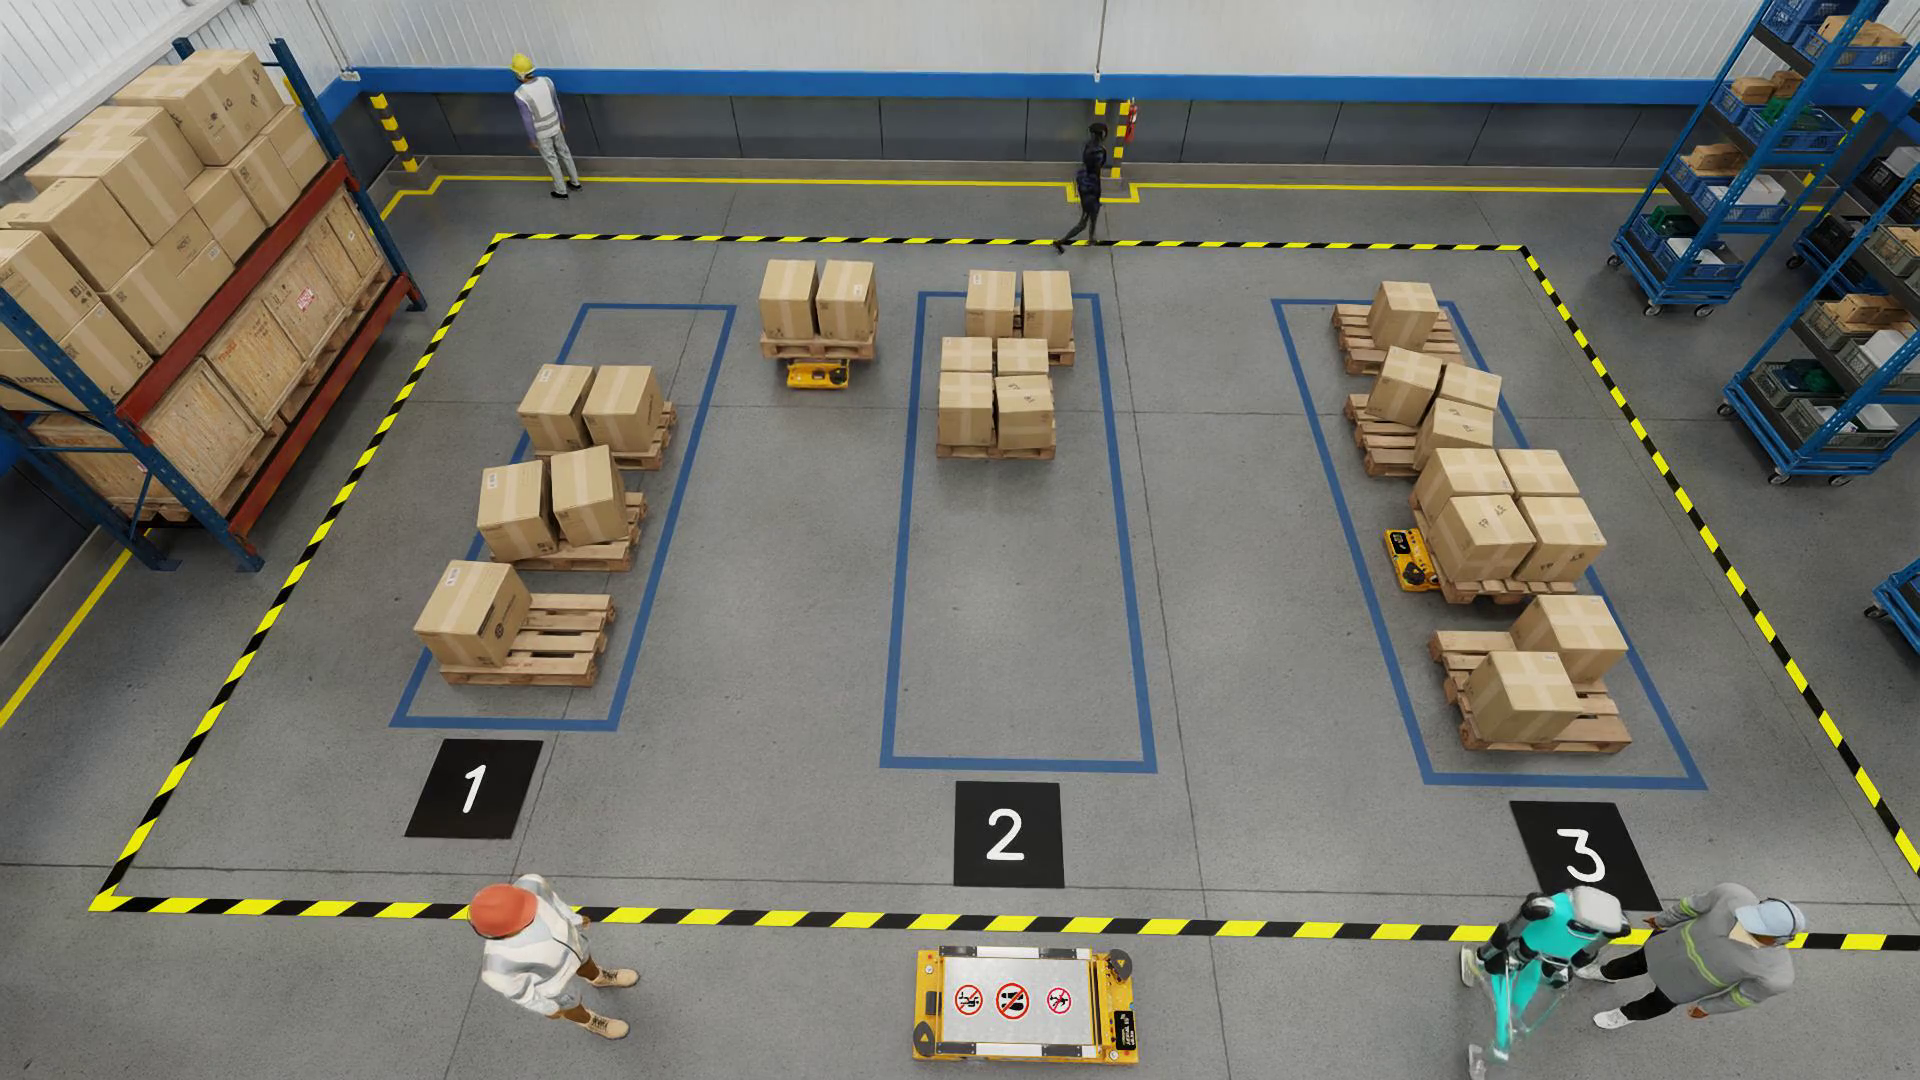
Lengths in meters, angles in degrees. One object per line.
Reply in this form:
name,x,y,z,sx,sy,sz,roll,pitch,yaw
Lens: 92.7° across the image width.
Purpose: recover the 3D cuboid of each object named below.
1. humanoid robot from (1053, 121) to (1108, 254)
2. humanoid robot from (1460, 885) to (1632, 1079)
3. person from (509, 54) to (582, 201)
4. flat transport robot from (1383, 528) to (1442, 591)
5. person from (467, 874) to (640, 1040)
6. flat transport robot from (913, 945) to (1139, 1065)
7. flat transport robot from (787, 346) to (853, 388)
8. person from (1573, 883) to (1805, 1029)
humanoid robot,1.497,-4.244,11.055,0.710,1.633,0.590,-7,51,-6
humanoid robot,3.345,2.703,5.379,0.537,1.769,1.047,10,51,8
person,-5.345,-5.301,11.794,0.404,1.836,0.599,23,54,18
flat transport robot,4.689,0.155,8.342,1.431,0.197,0.652,1,51,1
person,-2.340,2.444,5.347,0.365,2.048,0.607,0,51,0
flat transport robot,0.422,3.041,6.007,1.431,0.231,0.659,1,51,1
flat transport robot,-1.530,-2.255,10.306,0.652,0.197,1.431,1,51,1
person,4.293,2.495,5.430,0.395,1.850,0.597,-1,51,-1
